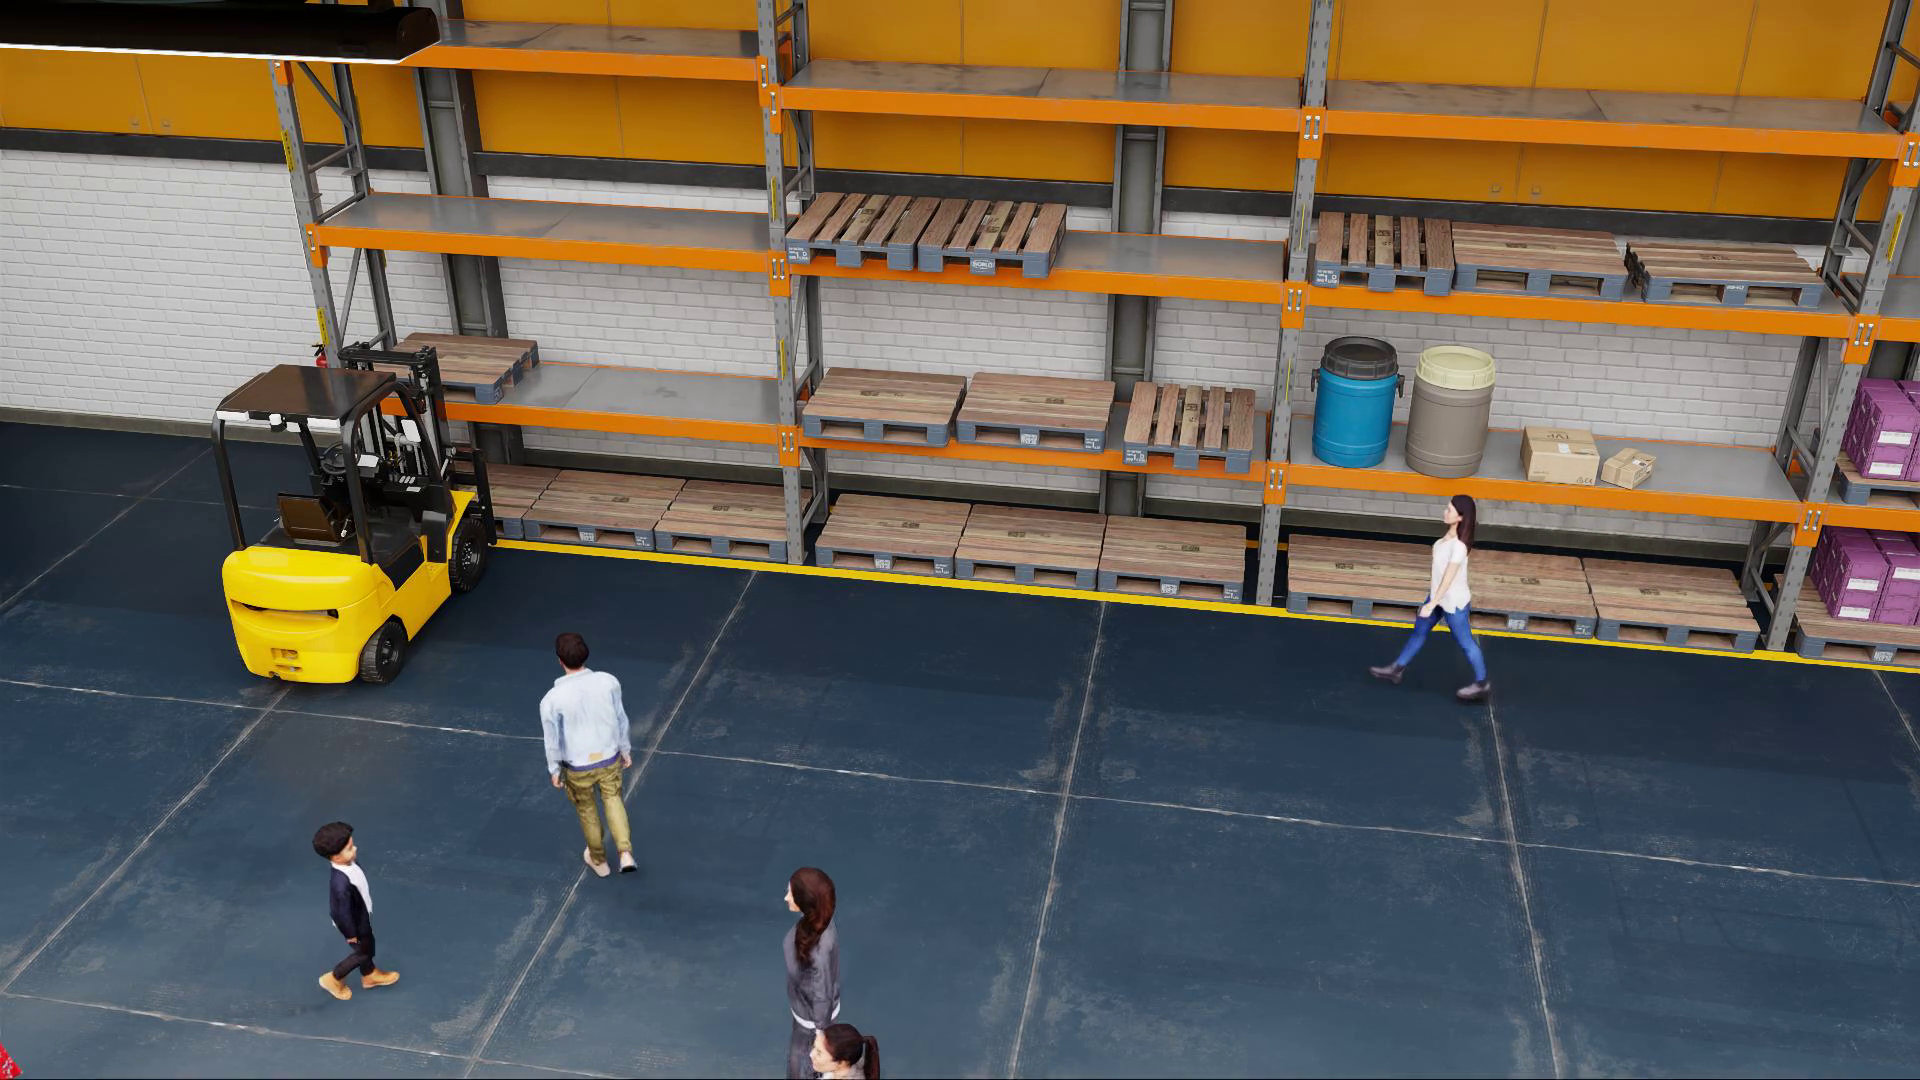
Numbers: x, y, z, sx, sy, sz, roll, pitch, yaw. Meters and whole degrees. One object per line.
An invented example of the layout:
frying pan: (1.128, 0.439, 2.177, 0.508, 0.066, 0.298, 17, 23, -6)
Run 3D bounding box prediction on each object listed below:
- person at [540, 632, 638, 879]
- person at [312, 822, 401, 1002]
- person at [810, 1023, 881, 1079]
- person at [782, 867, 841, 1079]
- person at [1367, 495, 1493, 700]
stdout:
person: (-2.260, 1.399, 10.318, 0.931, 1.801, 0.988, -17, 33, -28)
person: (-3.552, 2.144, 9.565, 0.735, 1.216, 0.641, -7, 29, -13)
person: (-0.437, 2.895, 7.716, 0.737, 1.667, 0.713, -3, 29, -5)
person: (-0.676, 2.390, 8.550, 0.900, 1.755, 0.780, -6, 29, -11)
person: (3.678, 0.481, 12.177, 1.129, 1.634, 0.630, 4, 29, 7)
